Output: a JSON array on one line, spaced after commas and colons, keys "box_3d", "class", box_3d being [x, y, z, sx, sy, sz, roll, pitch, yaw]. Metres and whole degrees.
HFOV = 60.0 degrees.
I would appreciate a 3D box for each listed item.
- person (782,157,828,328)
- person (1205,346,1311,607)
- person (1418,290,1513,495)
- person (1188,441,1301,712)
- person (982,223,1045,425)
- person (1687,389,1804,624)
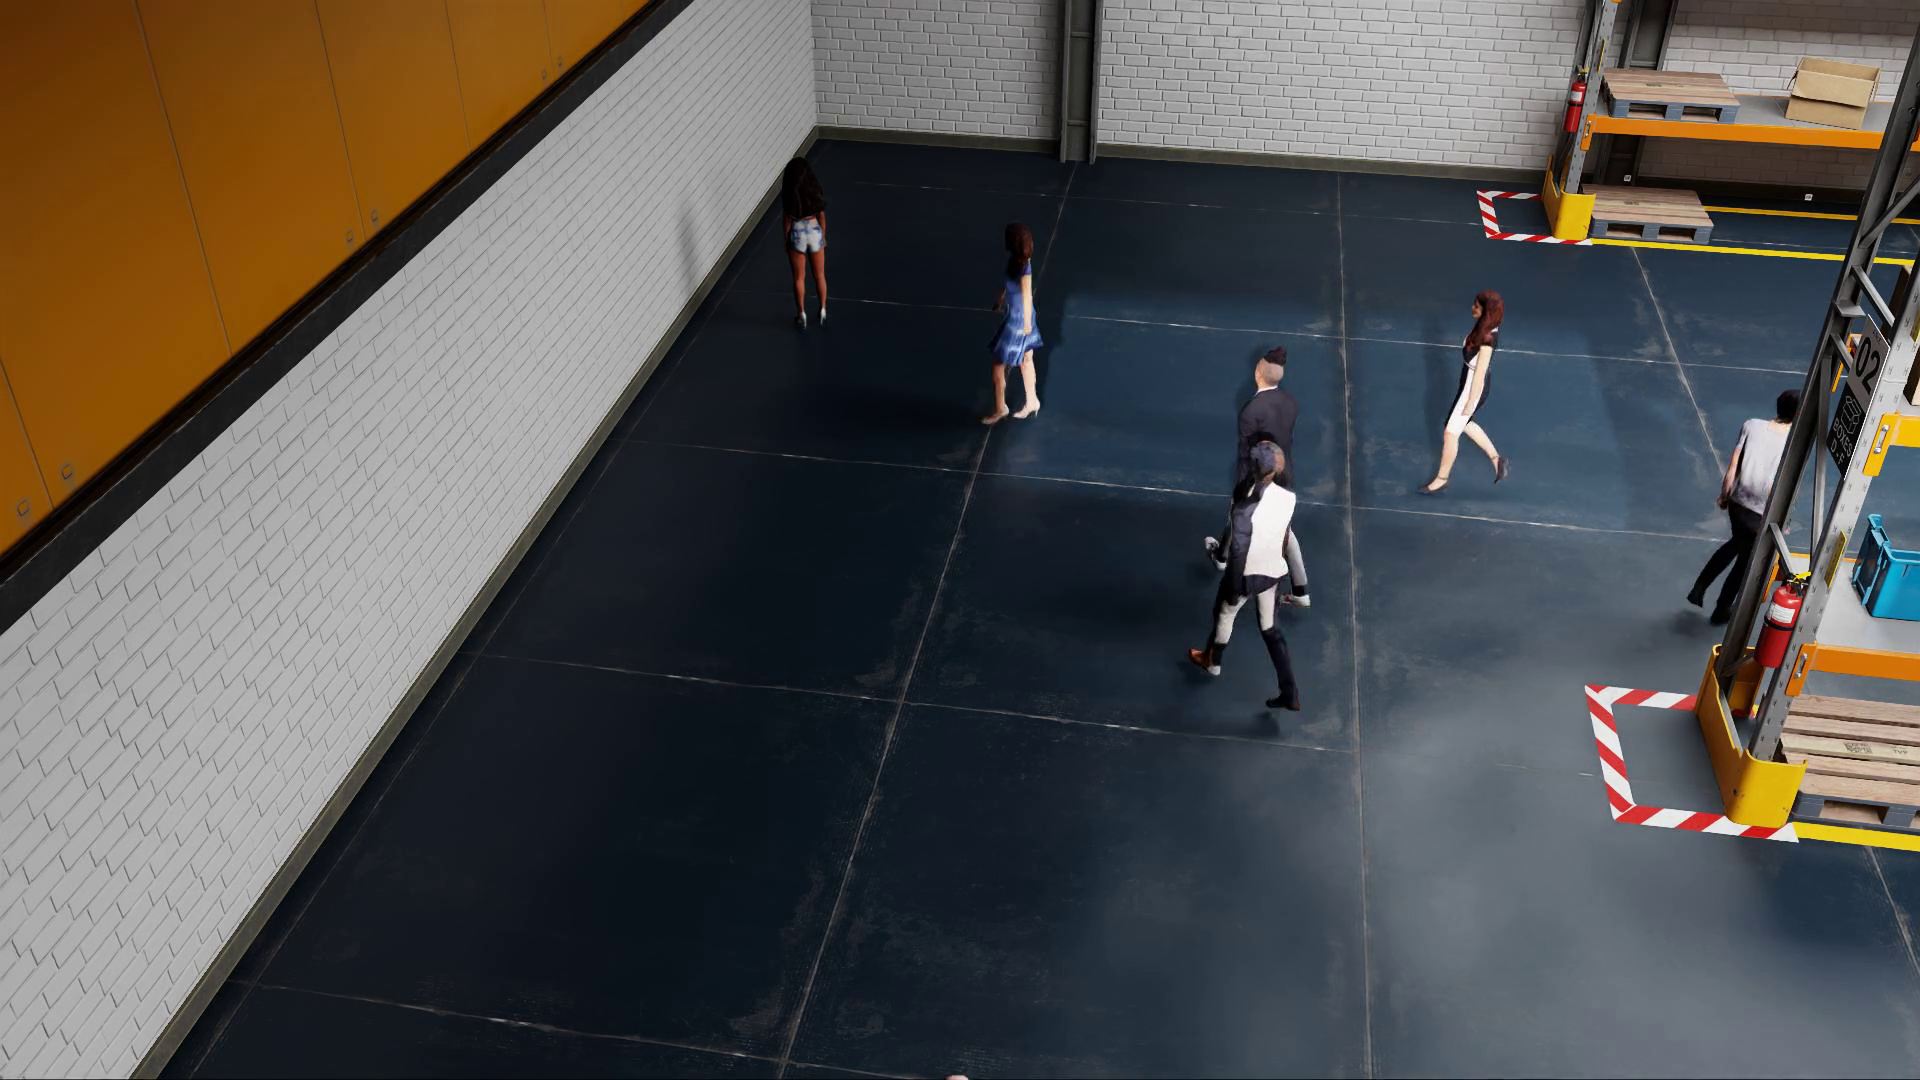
[{"box_3d": [-1.439, -2.758, 15.431, 0.638, 1.623, 0.726, -11, 35, -16], "class": "person"}, {"box_3d": [2.214, -0.381, 11.605, 1.282, 1.900, 1.318, -23, 40, -31], "class": "person"}, {"box_3d": [3.999, -1.116, 12.815, 0.937, 1.784, 0.701, 10, 35, 15], "class": "person"}, {"box_3d": [1.955, 0.288, 10.646, 1.233, 1.847, 1.261, -20, 39, -27], "class": "person"}, {"box_3d": [0.557, -1.779, 13.815, 0.831, 1.783, 0.726, -1, 34, -2], "class": "person"}, {"box_3d": [5.365, -0.183, 11.355, 0.890, 1.848, 0.833, -15, 36, -21], "class": "person"}]
